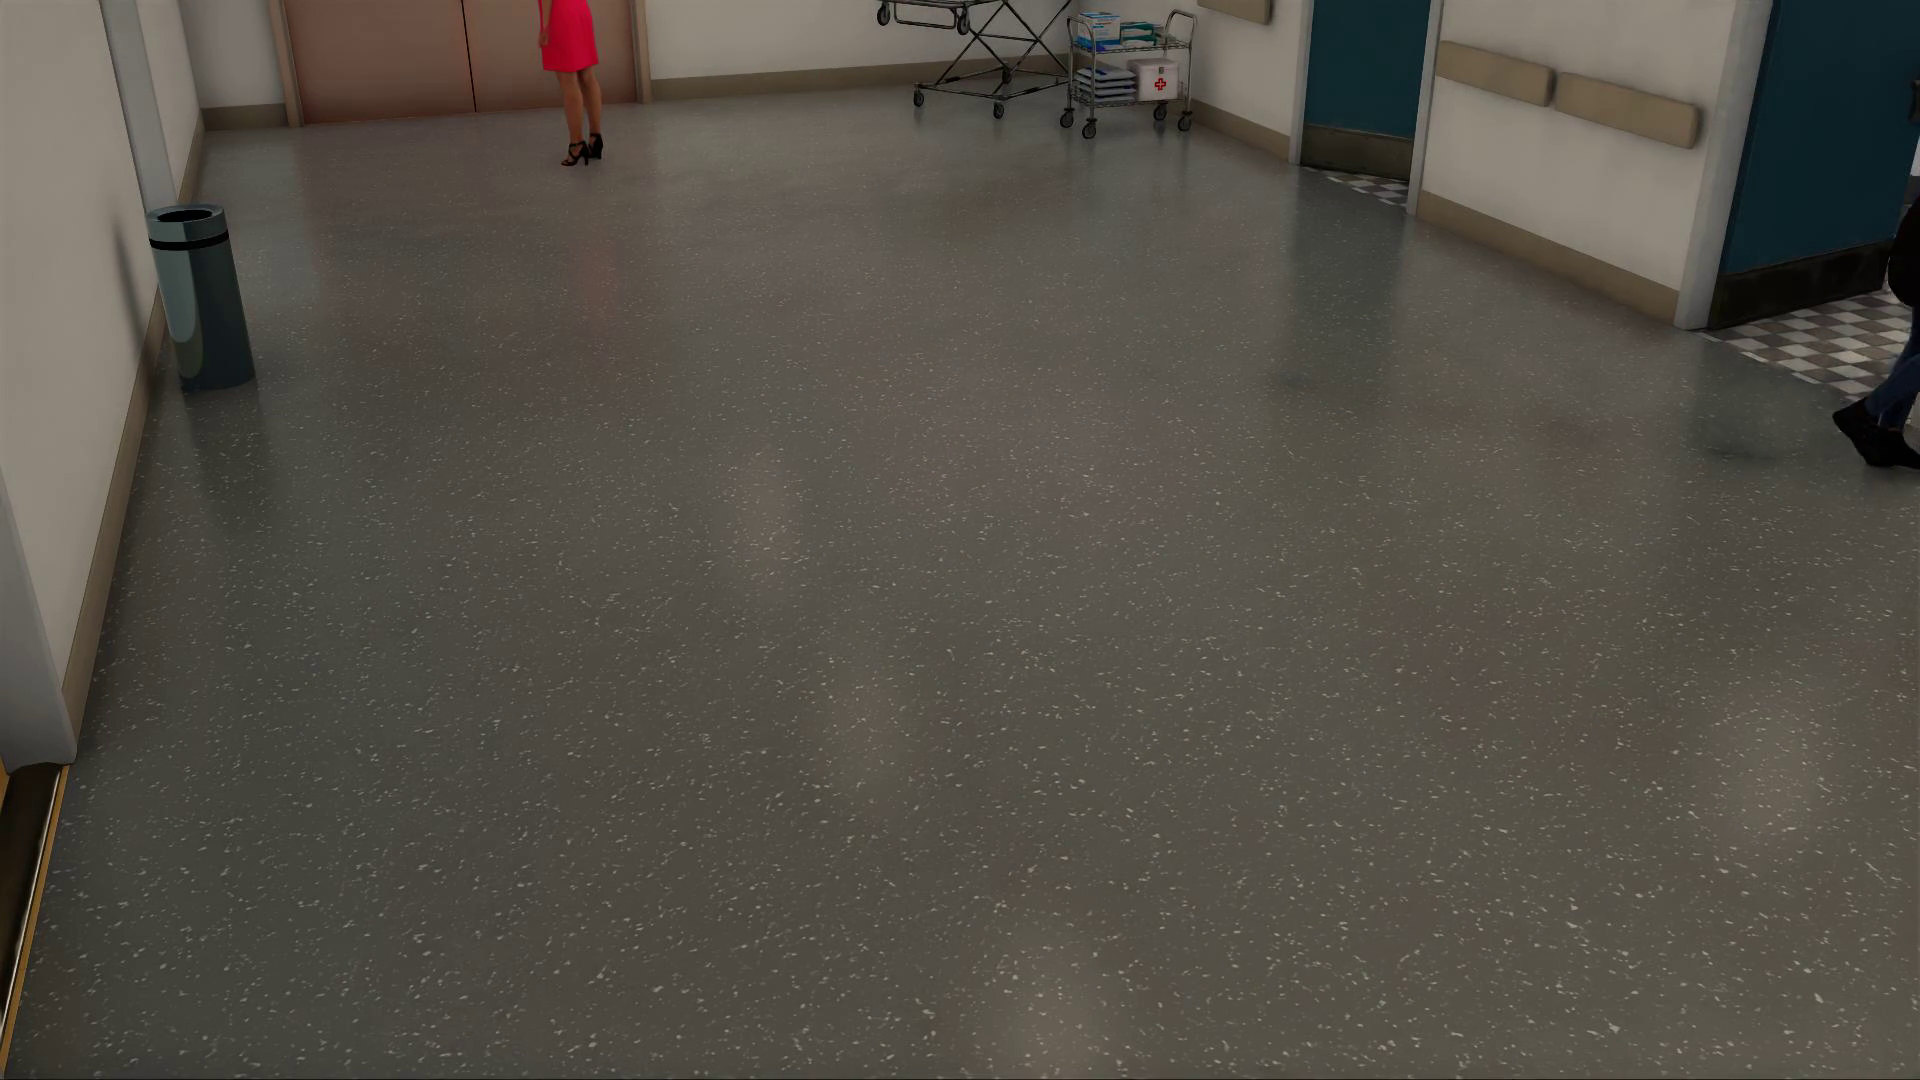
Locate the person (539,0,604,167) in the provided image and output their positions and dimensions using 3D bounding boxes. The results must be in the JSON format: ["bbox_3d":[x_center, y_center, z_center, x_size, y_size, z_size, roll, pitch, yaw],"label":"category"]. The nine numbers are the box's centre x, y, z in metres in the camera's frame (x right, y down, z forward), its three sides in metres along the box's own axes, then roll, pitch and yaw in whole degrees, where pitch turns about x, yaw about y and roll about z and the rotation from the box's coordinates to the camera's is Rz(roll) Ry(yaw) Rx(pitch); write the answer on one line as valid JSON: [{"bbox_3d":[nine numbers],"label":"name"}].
[{"bbox_3d":[-2.436,-3.219,10.336,0.713,1.727,0.666,14,29,27],"label":"person"}]

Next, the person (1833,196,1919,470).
[{"bbox_3d":[3.391,-1.010,5.869,0.834,1.628,0.777,12,28,24],"label":"person"}]
